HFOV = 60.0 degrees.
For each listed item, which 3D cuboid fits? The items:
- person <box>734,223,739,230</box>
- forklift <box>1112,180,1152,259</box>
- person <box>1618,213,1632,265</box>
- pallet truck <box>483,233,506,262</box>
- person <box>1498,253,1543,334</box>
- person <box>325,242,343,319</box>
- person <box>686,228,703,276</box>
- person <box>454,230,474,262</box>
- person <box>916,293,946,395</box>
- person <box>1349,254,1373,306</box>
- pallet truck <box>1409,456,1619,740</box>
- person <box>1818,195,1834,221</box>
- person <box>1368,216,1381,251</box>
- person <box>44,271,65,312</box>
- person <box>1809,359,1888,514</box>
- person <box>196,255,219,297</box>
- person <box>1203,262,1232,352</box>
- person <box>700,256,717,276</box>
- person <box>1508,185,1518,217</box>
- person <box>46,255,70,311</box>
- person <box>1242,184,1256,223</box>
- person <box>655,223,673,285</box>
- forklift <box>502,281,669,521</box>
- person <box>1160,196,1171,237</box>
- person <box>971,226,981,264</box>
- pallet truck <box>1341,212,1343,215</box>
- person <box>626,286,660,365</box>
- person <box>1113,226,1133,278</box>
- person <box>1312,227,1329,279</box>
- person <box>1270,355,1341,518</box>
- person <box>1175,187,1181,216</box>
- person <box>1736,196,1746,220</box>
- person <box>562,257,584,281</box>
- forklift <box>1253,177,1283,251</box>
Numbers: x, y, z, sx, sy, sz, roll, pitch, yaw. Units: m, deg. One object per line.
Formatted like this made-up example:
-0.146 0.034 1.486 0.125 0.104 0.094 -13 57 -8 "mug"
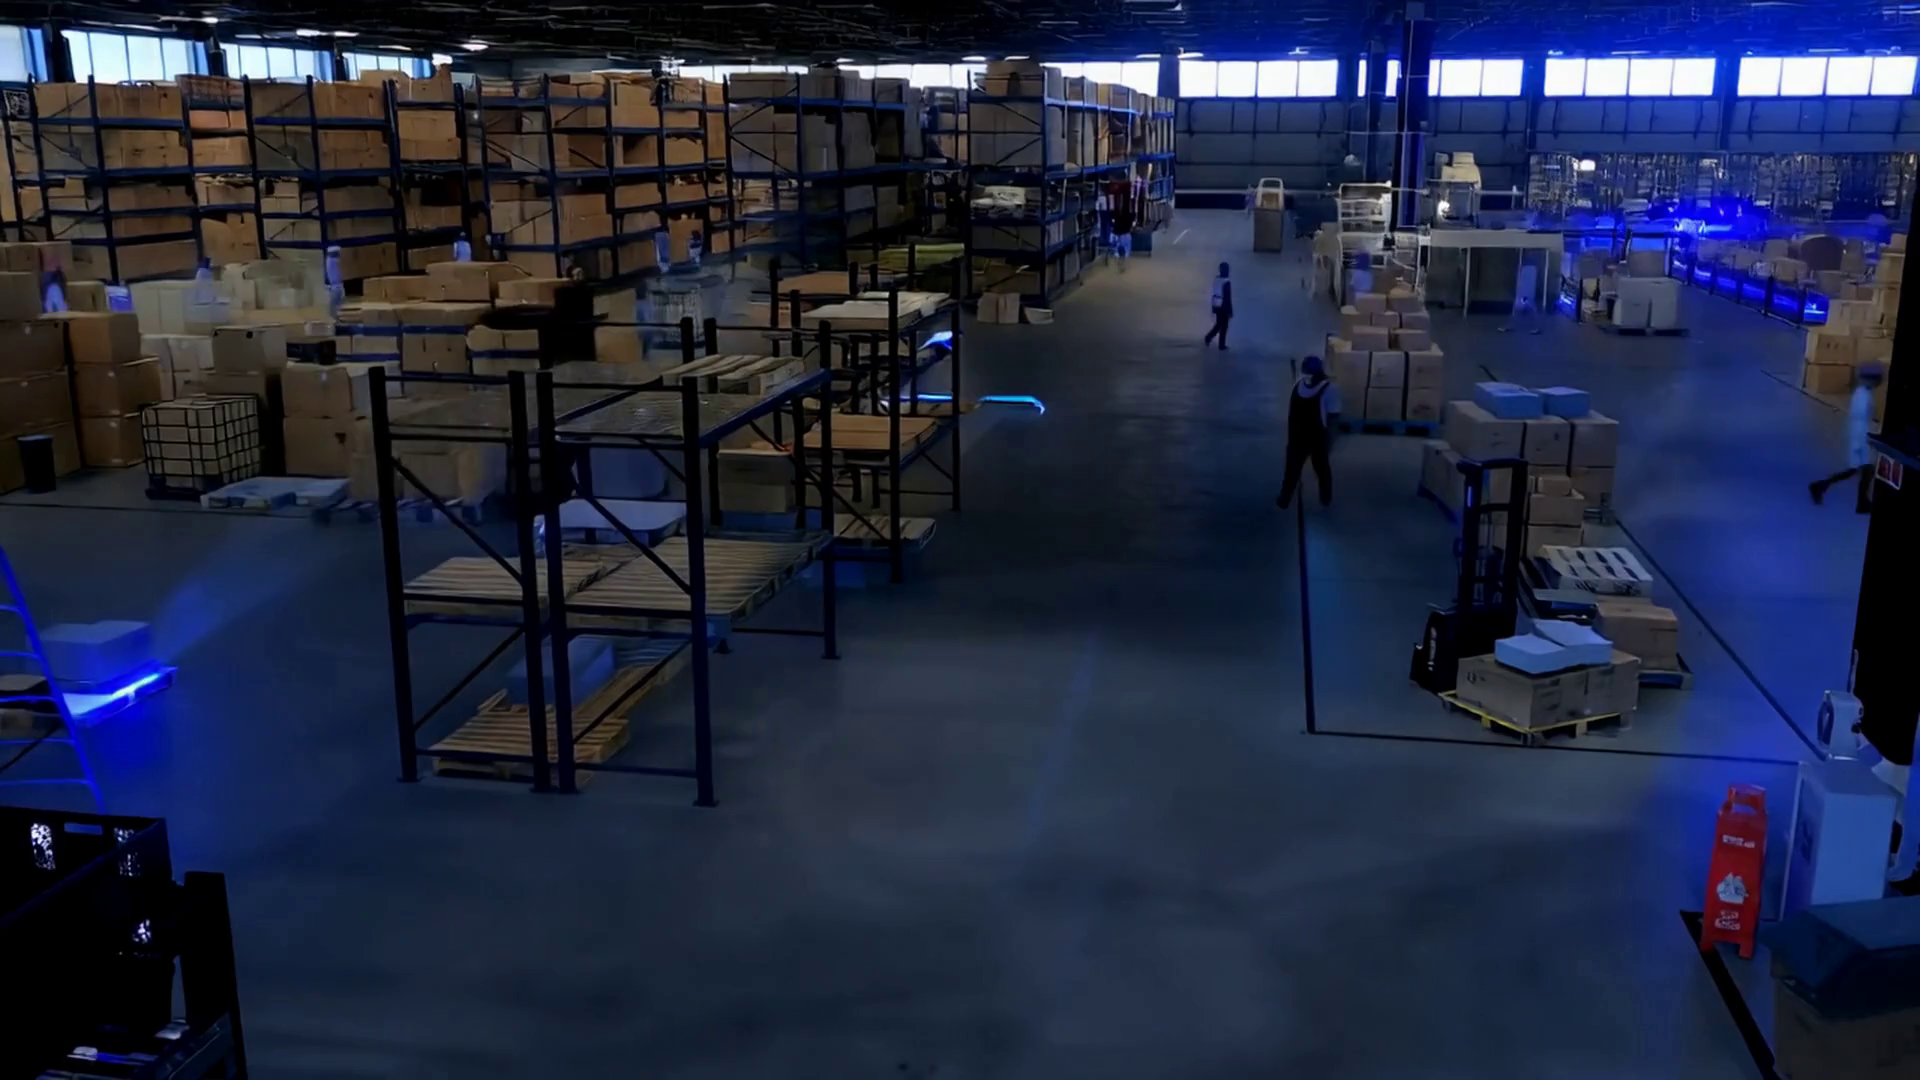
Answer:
-8.524 -11.751 63.515 0.675 1.615 0.506 5 15 21 "person"
6.082 -11.722 60.796 1.873 2.768 1.129 2 14 9 "forklift"
23.215 -10.506 58.056 0.403 1.819 0.599 10 17 35 "person"
-11.832 -7.026 43.548 1.885 1.965 0.823 8 16 28 "pallet truck"
13.067 -5.695 38.450 1.017 1.852 0.670 13 19 43 "person"
-15.394 -6.368 41.028 0.397 1.922 0.582 0 14 -1 "person"
-8.163 -8.738 51.147 0.547 1.669 0.554 -2 14 -6 "person"
-13.926 -7.748 46.702 0.562 1.895 0.988 -3 14 -11 "person"
-0.522 -3.410 29.186 0.726 1.837 0.536 5 15 20 "person"
8.935 -5.363 36.886 0.616 1.948 0.427 -12 18 -40 "person"
4.504 0.400 13.395 0.823 1.965 1.885 -6 15 -23 "pallet truck"
38.653 -14.508 74.287 0.403 1.822 0.588 -11 18 -39 "person"
13.652 -9.842 54.891 0.417 2.031 0.619 -3 14 -10 "person"
-19.271 -4.912 35.597 0.504 1.679 0.541 -5 15 -20 "person"
10.940 -1.266 20.336 0.764 1.918 0.557 11 18 38 "person"
-16.630 -5.338 36.840 0.426 1.923 0.642 -1 14 -5 "person"
5.504 -4.931 35.235 0.511 1.903 0.594 -5 15 -20 "person"
-6.112 -6.146 40.780 0.509 1.607 0.778 -10 17 -35 "person"
30.178 -18.464 90.528 0.603 1.730 0.562 3 14 12 "person"
-19.804 -5.254 36.459 0.879 1.967 0.633 0 14 -1 "person"
14.733 -17.082 84.478 0.654 1.939 1.004 -5 15 -19 "person"
-8.905 -8.514 49.780 0.680 1.906 0.630 9 16 32 "person"
-4.569 -1.709 20.144 1.873 2.768 1.129 -1 14 -4 "forklift"
9.115 -14.350 73.758 0.324 1.767 0.533 -11 17 -37 "person"
0.562 -10.554 58.340 0.525 1.772 0.306 12 18 40 "person"
15.874 -13.227 70.310 0.680 1.201 1.601 10 17 35 "pallet truck"
-5.959 -3.807 30.868 0.901 1.802 0.654 13 19 41 "person"
5.208 -9.153 52.878 0.592 1.647 0.782 -3 14 -11 "person"
11.402 -9.072 52.629 0.523 1.606 0.670 5 15 18 "person"
4.216 -1.272 20.097 0.706 2.000 1.034 12 19 41 "person"
11.783 -18.526 91.011 0.660 1.617 0.527 4 14 16 "person"
33.892 -14.012 72.234 0.565 1.840 0.390 -12 18 -41 "person"
-9.349 -6.022 40.229 0.524 1.632 0.314 -1 14 -2 "person"
12.083 -12.747 64.956 1.129 2.768 1.873 3 14 10 "forklift"
